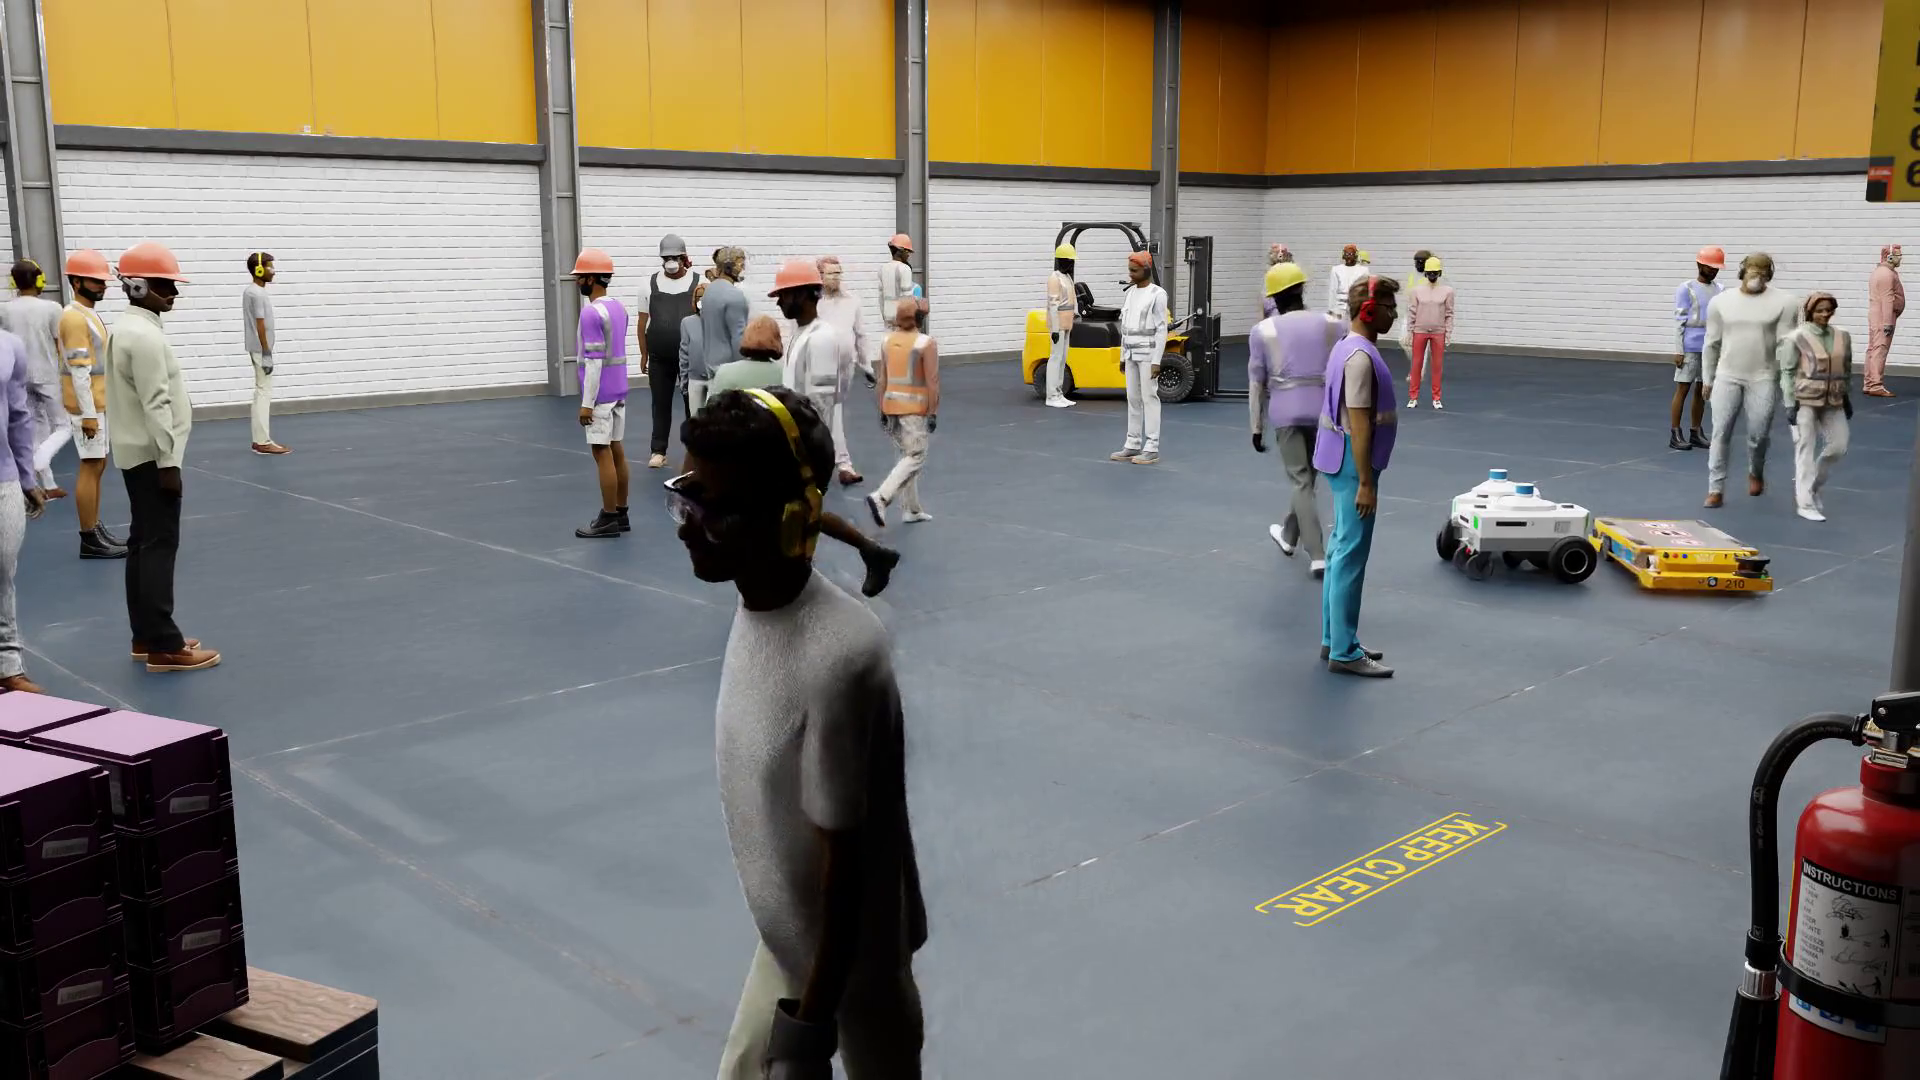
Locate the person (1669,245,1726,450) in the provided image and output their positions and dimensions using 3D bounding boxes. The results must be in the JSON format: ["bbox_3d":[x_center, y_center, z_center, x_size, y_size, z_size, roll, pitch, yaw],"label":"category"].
[{"bbox_3d":[7.004,-1.812,15.730,0.542,1.930,0.367,-3,11,-18],"label":"person"}]

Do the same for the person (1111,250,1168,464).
[{"bbox_3d":[1.609,-1.622,14.809,0.356,1.887,0.572,-6,12,-30],"label":"person"}]

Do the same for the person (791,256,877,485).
[{"bbox_3d":[-1.052,-1.407,13.726,0.652,1.857,0.996,-8,13,-39],"label":"person"}]

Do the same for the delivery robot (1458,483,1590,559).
[{"bbox_3d":[3.334,-0.094,9.857,0.707,0.478,0.477,0,10,0],"label":"delivery robot"}]

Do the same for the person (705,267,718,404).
[{"bbox_3d":[-2.906,-2.425,19.857,0.513,1.642,0.311,7,12,33],"label":"person"}]

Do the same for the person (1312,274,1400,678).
[{"bbox_3d":[1.833,-0.301,7.720,0.390,1.844,0.563,1,10,7],"label":"person"}]

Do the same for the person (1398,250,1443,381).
[{"bbox_3d":[6.366,-3.091,22.998,0.436,1.821,0.647,-6,12,-29],"label":"person"}]

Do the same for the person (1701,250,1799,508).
[{"bbox_3d":[5.872,-1.199,12.416,0.652,1.916,0.638,6,12,31],"label":"person"}]

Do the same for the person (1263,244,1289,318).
[{"bbox_3d":[4.244,-2.995,22.240,0.399,1.909,0.642,0,10,-1],"label":"person"}]

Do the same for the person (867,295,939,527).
[{"bbox_3d":[-0.411,-0.875,11.487,0.526,1.618,0.674,10,14,42],"label":"person"}]

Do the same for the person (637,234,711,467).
[{"bbox_3d":[-2.469,-1.641,14.490,0.690,2.000,0.538,-1,10,-4],"label":"person"}]

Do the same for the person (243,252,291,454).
[{"bbox_3d":[-6.475,-1.730,15.460,0.309,1.864,0.534,-6,12,-29],"label":"person"}]

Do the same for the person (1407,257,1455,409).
[{"bbox_3d":[5.501,-2.418,19.479,0.525,1.769,0.309,2,11,13],"label":"person"}]

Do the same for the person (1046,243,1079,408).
[{"bbox_3d":[1.216,-2.531,19.657,0.384,1.925,0.593,4,11,20],"label":"person"}]

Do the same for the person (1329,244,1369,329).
[{"bbox_3d":[5.810,-3.471,24.907,0.580,1.881,0.352,3,11,15],"label":"person"}]

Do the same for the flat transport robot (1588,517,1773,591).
[{"bbox_3d":[4.301,0.066,10.013,0.652,0.197,1.431,1,10,6],"label":"flat transport robot"}]

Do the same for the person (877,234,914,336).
[{"bbox_3d":[-0.742,-2.726,20.433,0.392,2.033,0.605,-8,13,-39],"label":"person"}]

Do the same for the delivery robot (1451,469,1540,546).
[{"bbox_3d":[3.369,-0.202,10.442,0.477,0.478,0.707,8,13,37],"label":"delivery robot"}]

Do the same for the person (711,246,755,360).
[{"bbox_3d":[-1.951,-1.737,15.338,0.808,1.931,0.673,0,10,0],"label":"person"}]

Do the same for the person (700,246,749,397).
[{"bbox_3d":[-1.851,-1.365,13.278,0.376,1.936,0.627,-6,12,-31],"label":"person"}]

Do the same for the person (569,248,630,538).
[{"bbox_3d":[-2.422,-0.980,11.168,0.362,1.938,0.545,2,11,9],"label":"person"}]

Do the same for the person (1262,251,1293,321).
[{"bbox_3d":[4.487,-3.063,22.905,0.948,1.793,0.497,-4,11,-22],"label":"person"}]

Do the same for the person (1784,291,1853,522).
[{"bbox_3d":[6.135,-0.958,11.875,0.539,1.626,0.439,-1,10,-7],"label":"person"}]

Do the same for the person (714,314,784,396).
[{"bbox_3d":[-1.107,-0.440,9.174,0.506,1.601,0.812,-2,11,-11],"label":"person"}]

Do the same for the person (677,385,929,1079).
[{"bbox_3d":[-0.231,0.660,2.576,0.926,1.811,0.527,-6,12,-30],"label":"person"}]

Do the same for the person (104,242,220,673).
[{"bbox_3d":[-3.753,-0.386,7.779,0.392,1.989,0.617,-8,13,-36],"label":"person"}]

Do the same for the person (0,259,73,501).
[{"bbox_3d":[-6.955,-1.182,12.524,0.535,1.848,0.586,1,10,3],"label":"person"}]

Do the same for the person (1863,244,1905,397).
[{"bbox_3d":[11.660,-2.760,20.960,0.410,1.909,0.643,3,11,16],"label":"person"}]

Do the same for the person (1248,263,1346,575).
[{"bbox_3d":[2.071,-0.744,10.124,0.652,1.851,1.009,-1,10,-6],"label":"person"}]

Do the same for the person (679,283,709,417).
[{"bbox_3d":[-2.099,-1.316,13.833,0.497,1.633,0.283,2,11,11],"label":"person"}]

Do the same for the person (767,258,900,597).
[{"bbox_3d":[-0.730,-0.549,8.913,0.645,1.910,0.557,-4,11,-19],"label":"person"}]

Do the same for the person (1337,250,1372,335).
[{"bbox_3d":[5.932,-3.452,25.046,0.621,1.791,0.622,8,13,38],"label":"person"}]

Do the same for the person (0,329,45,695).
[{"bbox_3d":[-4.215,-0.224,7.044,0.352,1.937,0.635,7,12,32],"label":"person"}]

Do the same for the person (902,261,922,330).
[{"bbox_3d":[-0.756,-2.890,22.242,0.533,1.698,0.318,5,12,26],"label":"person"}]

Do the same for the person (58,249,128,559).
[{"bbox_3d":[-5.436,-0.850,10.469,0.369,1.931,0.552,-4,11,-20],"label":"person"}]

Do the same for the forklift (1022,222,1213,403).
[{"bbox_3d":[1.935,-2.847,20.651,2.313,2.155,1.214,2,11,13],"label":"forklift"}]
